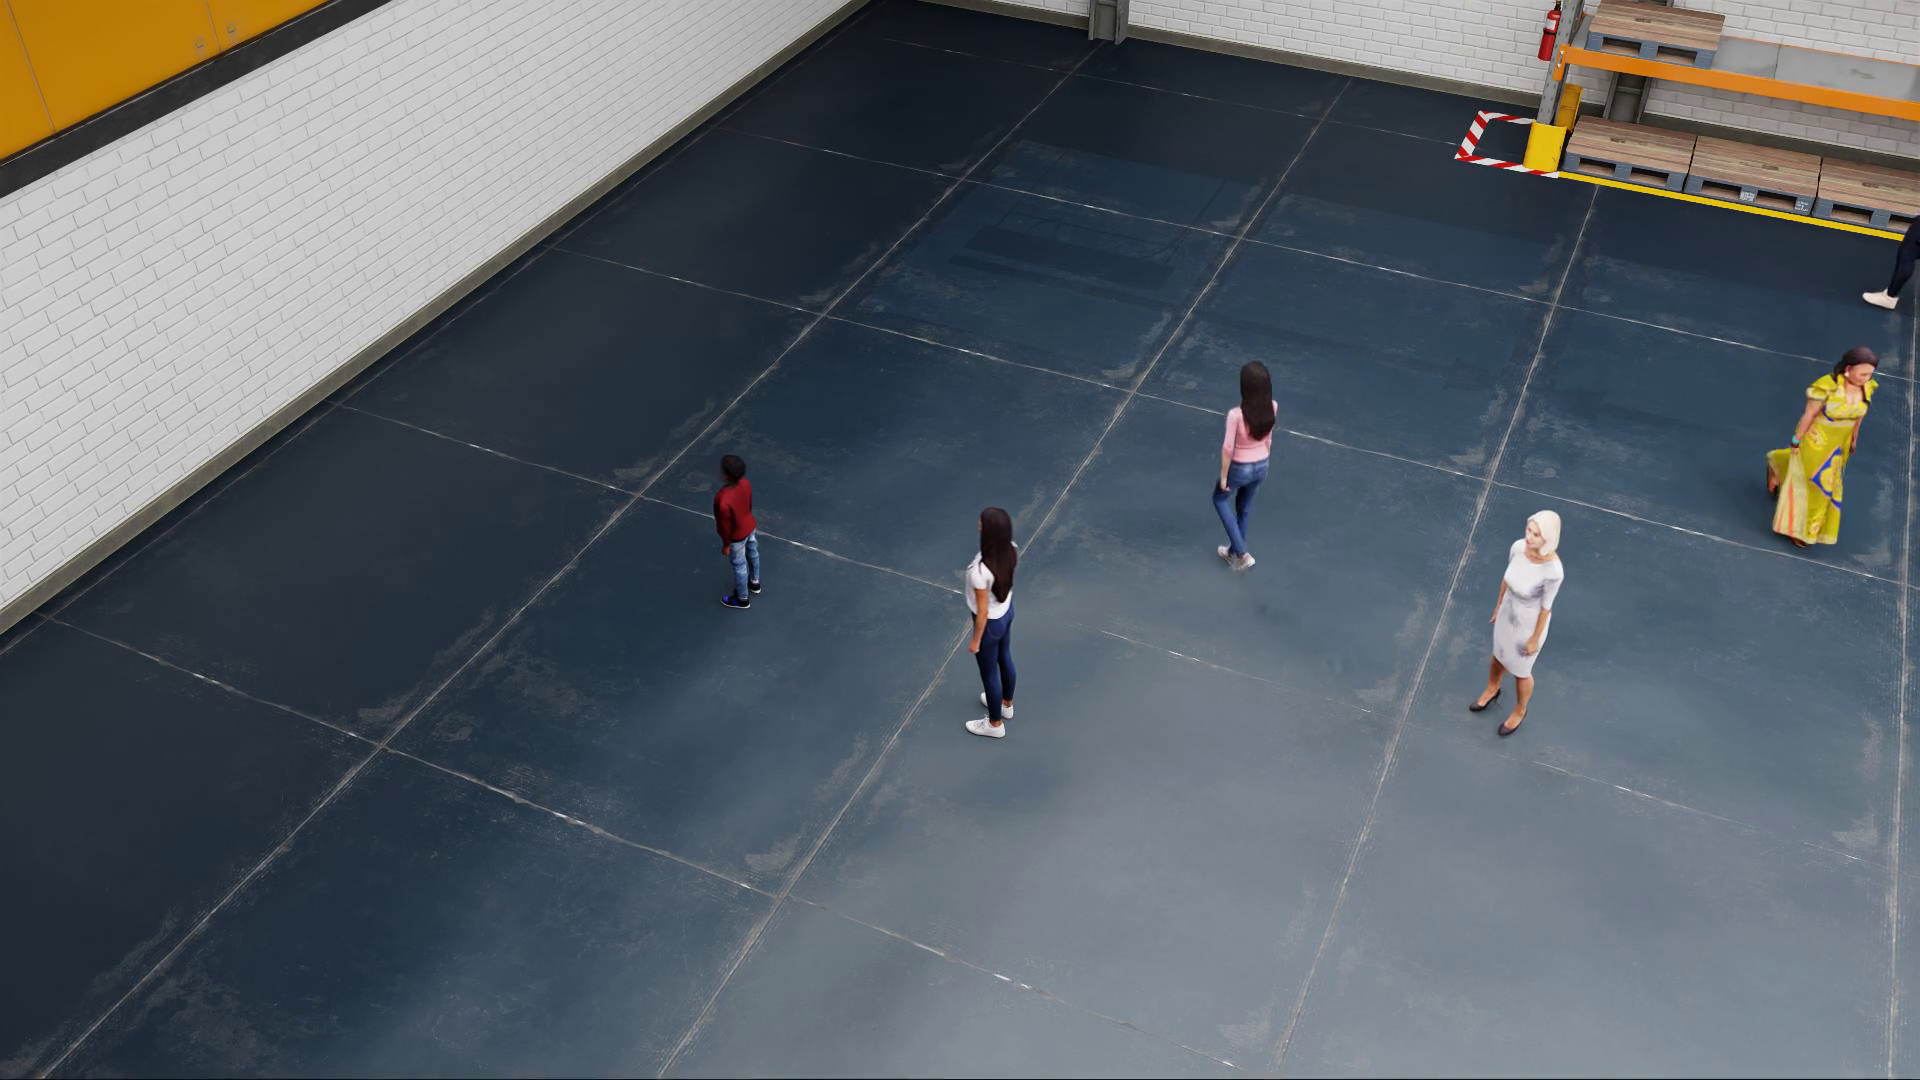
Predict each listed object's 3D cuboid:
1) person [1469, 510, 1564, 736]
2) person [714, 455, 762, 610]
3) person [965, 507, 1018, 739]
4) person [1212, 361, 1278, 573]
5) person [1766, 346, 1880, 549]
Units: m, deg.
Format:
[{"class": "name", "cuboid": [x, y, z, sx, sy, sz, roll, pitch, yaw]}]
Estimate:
[{"class": "person", "cuboid": [3.561, 0.505, 10.526, 0.716, 1.744, 0.635, -19, 42, -22]}, {"class": "person", "cuboid": [-1.547, -0.076, 11.643, 0.470, 1.256, 0.495, 17, 42, 20]}, {"class": "person", "cuboid": [0.216, 0.520, 10.482, 0.509, 1.774, 0.592, 18, 42, 21]}, {"class": "person", "cuboid": [2.058, -0.459, 11.741, 0.783, 1.733, 0.845, -14, 41, -17]}, {"class": "person", "cuboid": [6.289, -0.769, 12.208, 1.249, 1.635, 1.269, -10, 40, -12]}]
